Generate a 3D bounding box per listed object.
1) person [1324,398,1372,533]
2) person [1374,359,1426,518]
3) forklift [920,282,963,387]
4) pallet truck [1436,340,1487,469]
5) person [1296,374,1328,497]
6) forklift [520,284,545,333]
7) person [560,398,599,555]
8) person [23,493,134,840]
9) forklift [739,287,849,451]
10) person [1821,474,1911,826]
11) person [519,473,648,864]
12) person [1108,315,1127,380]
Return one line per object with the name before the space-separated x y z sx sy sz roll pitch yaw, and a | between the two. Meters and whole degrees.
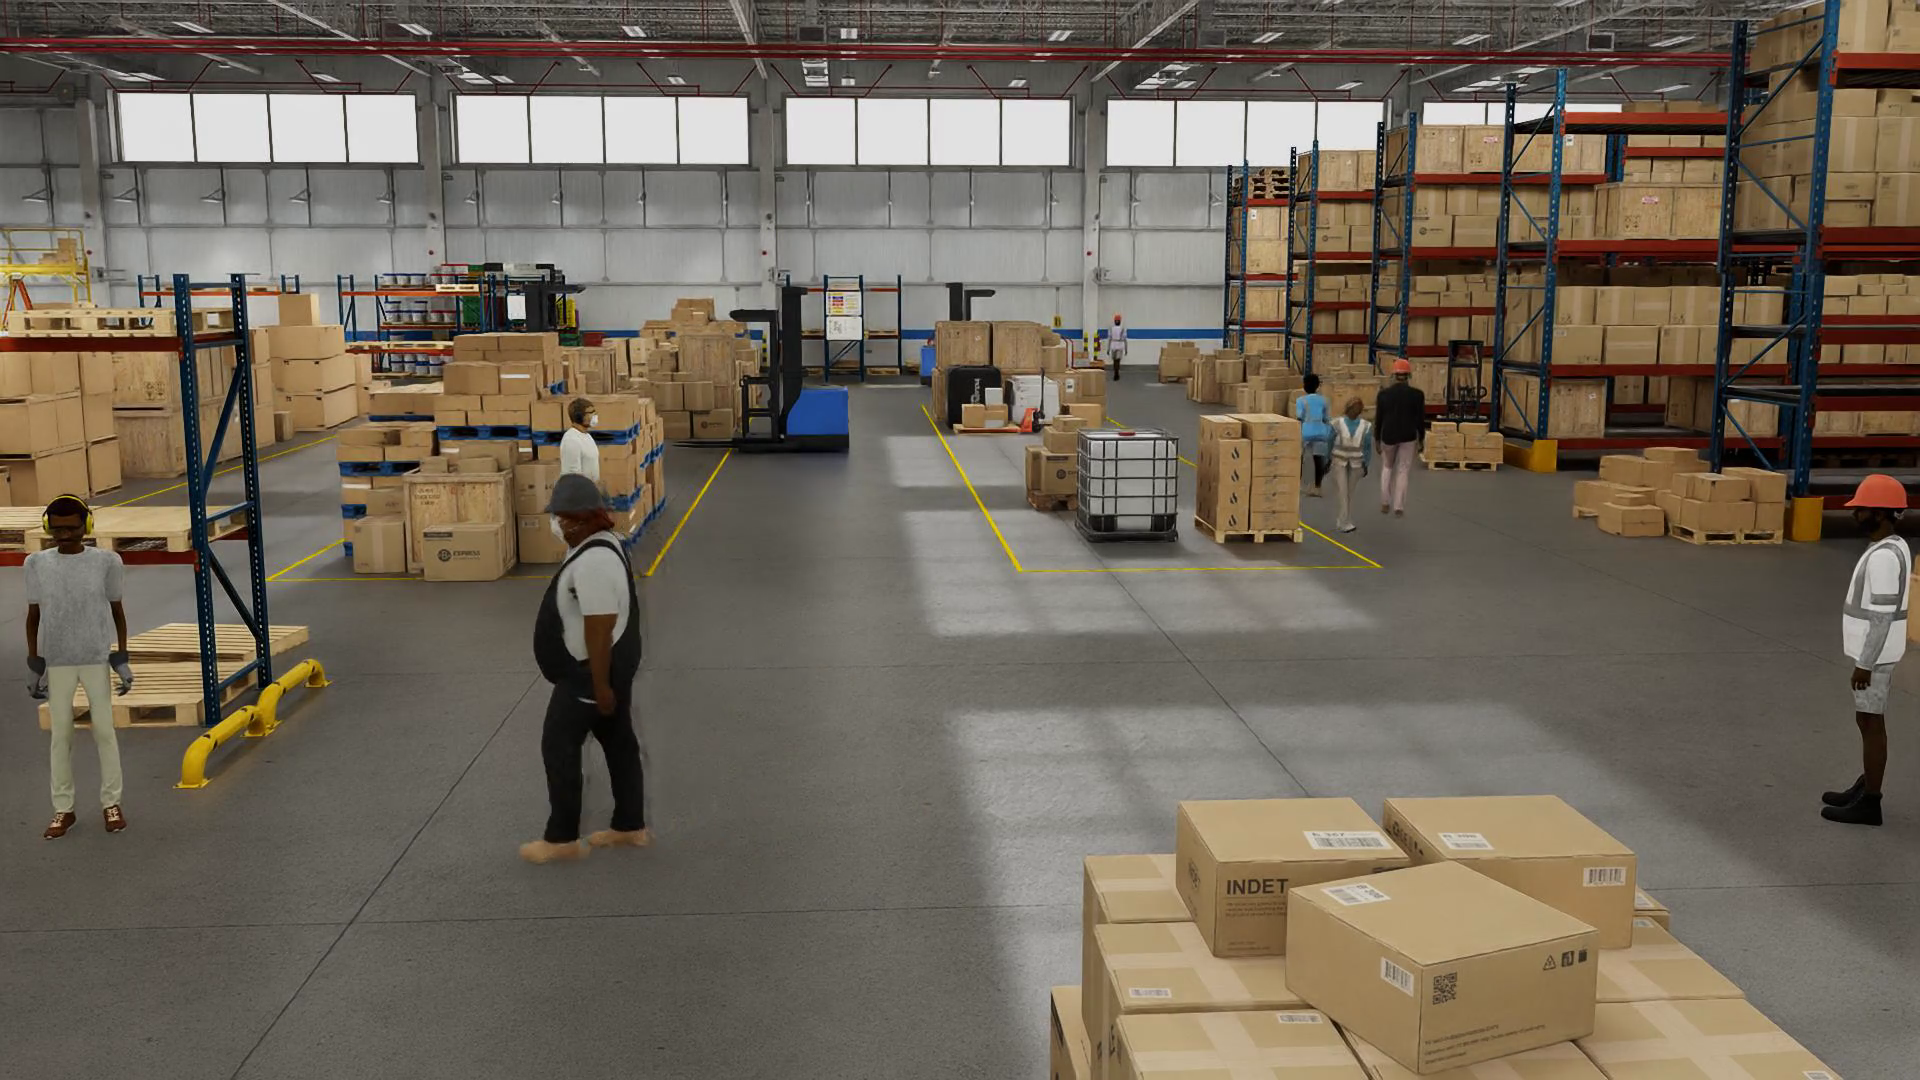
person | 4.568 -0.889 19.632 0.522 1.587 0.814 0 9 0
person | 5.542 -1.283 20.907 0.609 1.968 0.811 4 10 23
forklift | -0.126 -5.568 44.991 1.873 2.768 1.129 -1 9 -4
pallet truck | 8.004 -2.170 26.422 0.823 1.965 1.885 2 9 14
person | 4.744 -1.440 22.831 0.556 1.667 0.753 -4 10 -23
forklift | -9.320 -4.225 36.561 1.873 2.768 1.129 -1 9 -4
person | -3.374 -0.305 14.895 0.370 1.940 0.630 0 9 -3
person | -4.754 0.675 8.979 0.520 1.865 0.328 -3 10 -20
forklift | -2.857 -2.959 28.607 1.873 2.768 1.129 -1 9 -4
person | 5.018 0.604 9.190 0.359 1.938 0.545 5 10 30
person | -2.003 0.641 8.636 0.765 2.000 0.697 0 9 -1
person | 4.527 -5.546 47.962 0.552 1.905 0.981 3 9 17
